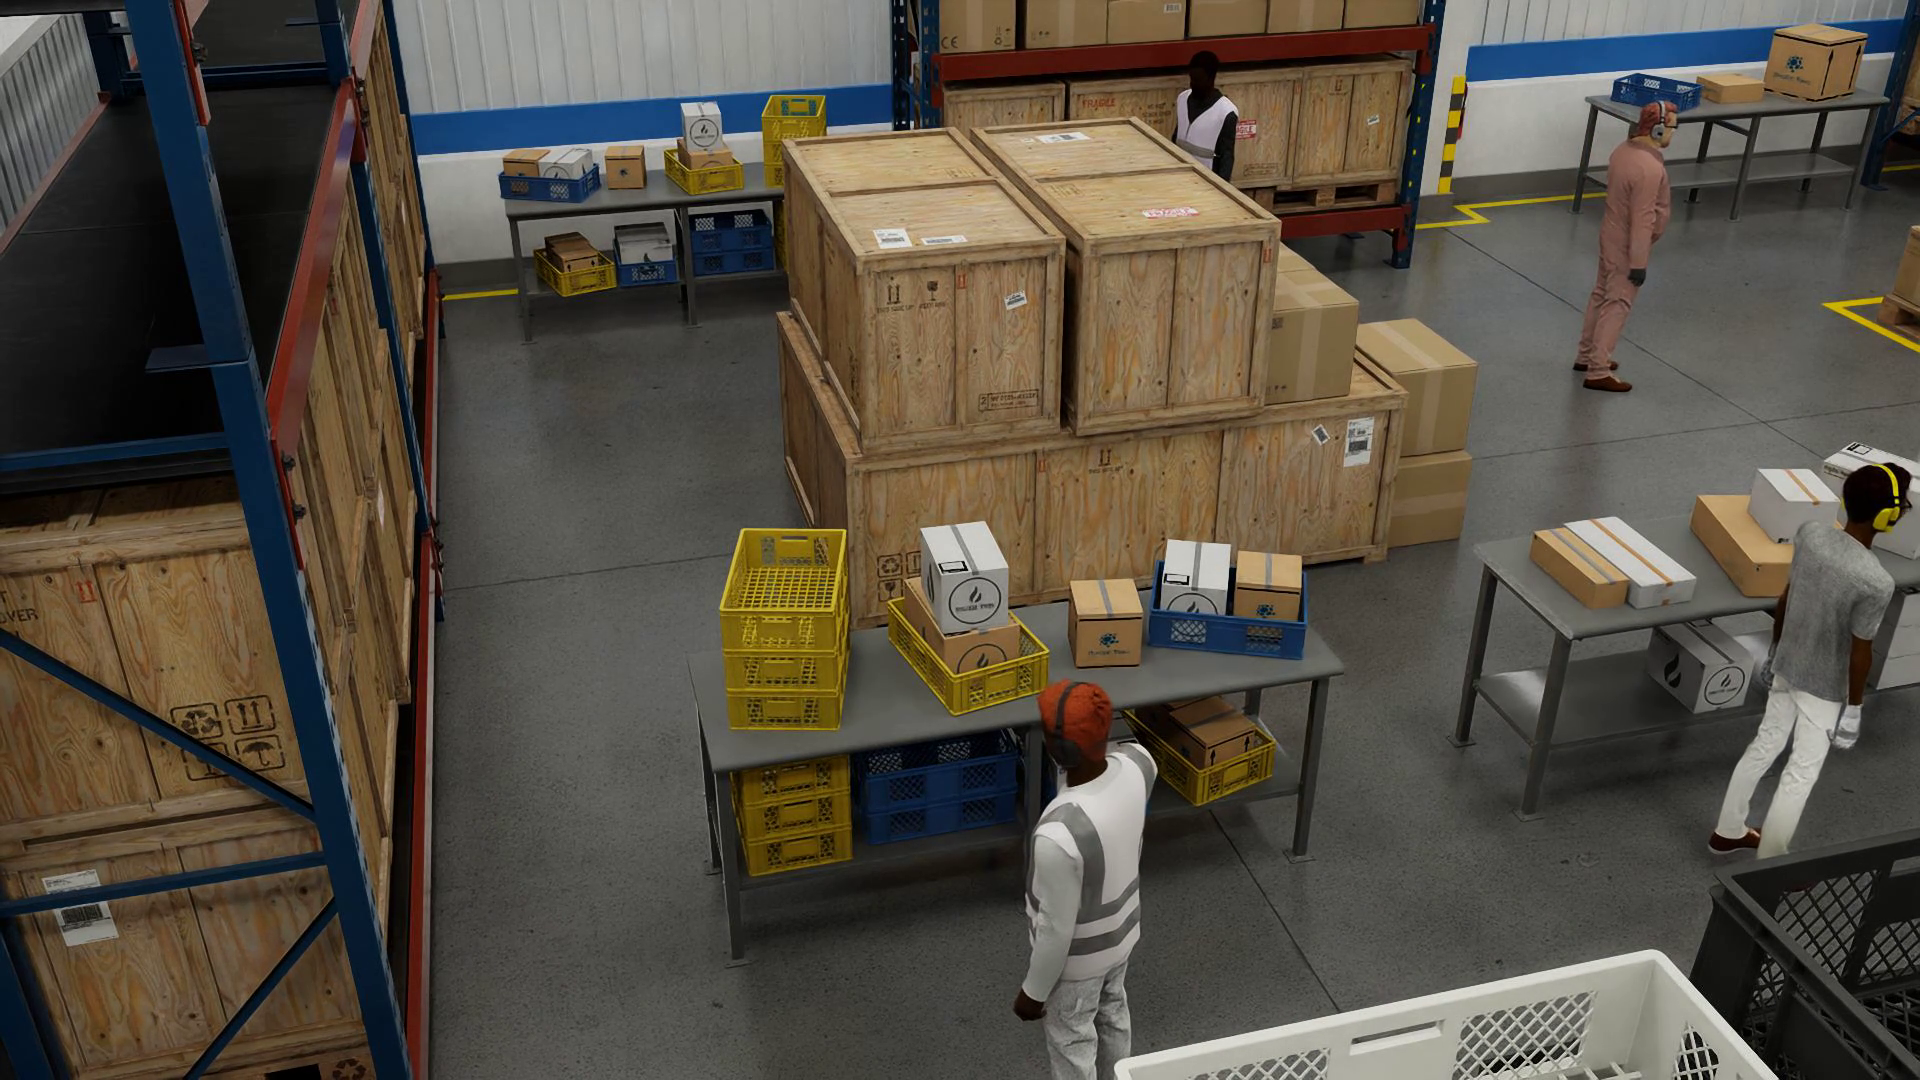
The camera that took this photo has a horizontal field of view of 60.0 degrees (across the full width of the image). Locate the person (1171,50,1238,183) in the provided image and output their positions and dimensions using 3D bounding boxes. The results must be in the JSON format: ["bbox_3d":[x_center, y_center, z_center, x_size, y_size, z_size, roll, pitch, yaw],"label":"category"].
[{"bbox_3d":[1.743,-2.597,12.110,0.392,1.917,0.592,-20,34,-31],"label":"person"}]

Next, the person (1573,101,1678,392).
[{"bbox_3d":[4.396,-1.918,10.897,0.401,1.900,0.641,3,29,5],"label":"person"}]

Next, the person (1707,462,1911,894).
[{"bbox_3d":[3.316,0.548,6.460,0.316,1.861,0.516,-6,29,-10],"label":"person"}]

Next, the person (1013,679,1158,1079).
[{"bbox_3d":[0.371,1.237,5.179,0.354,1.887,0.573,18,33,29],"label":"person"}]
